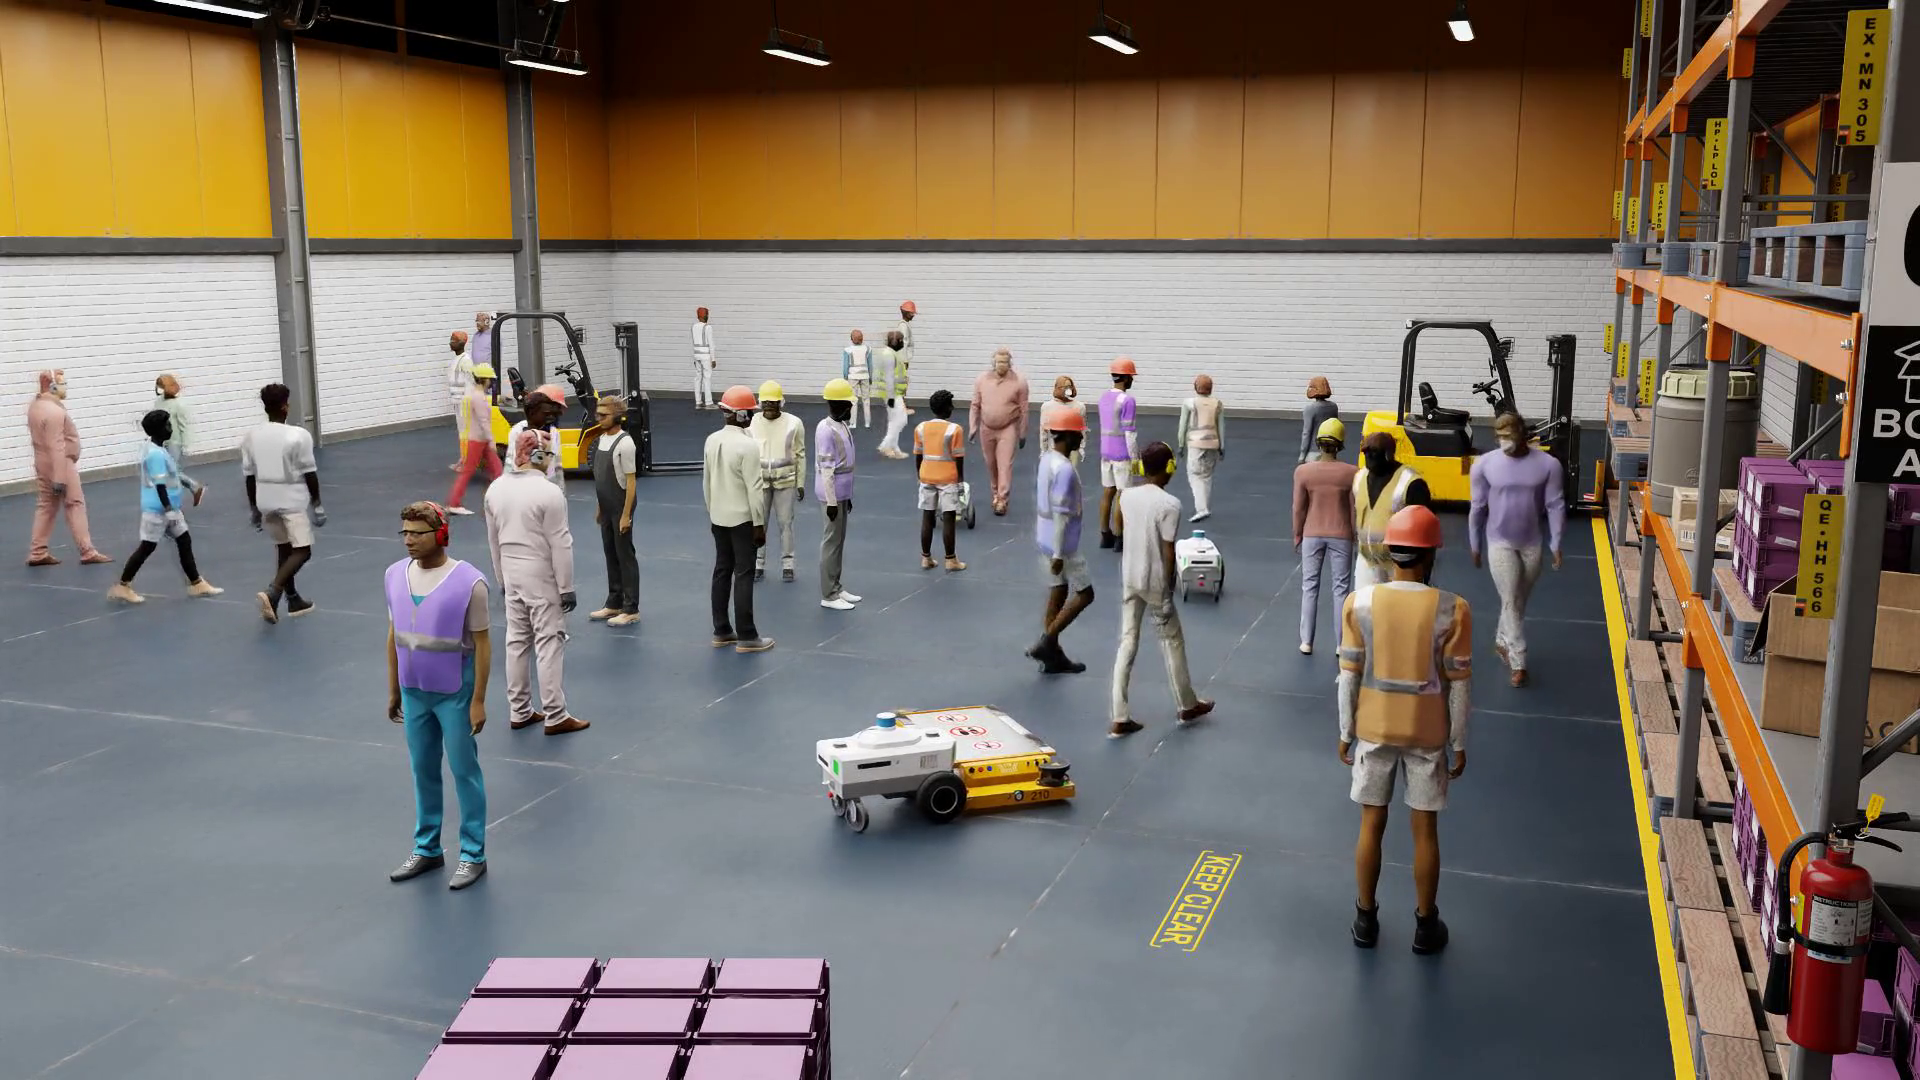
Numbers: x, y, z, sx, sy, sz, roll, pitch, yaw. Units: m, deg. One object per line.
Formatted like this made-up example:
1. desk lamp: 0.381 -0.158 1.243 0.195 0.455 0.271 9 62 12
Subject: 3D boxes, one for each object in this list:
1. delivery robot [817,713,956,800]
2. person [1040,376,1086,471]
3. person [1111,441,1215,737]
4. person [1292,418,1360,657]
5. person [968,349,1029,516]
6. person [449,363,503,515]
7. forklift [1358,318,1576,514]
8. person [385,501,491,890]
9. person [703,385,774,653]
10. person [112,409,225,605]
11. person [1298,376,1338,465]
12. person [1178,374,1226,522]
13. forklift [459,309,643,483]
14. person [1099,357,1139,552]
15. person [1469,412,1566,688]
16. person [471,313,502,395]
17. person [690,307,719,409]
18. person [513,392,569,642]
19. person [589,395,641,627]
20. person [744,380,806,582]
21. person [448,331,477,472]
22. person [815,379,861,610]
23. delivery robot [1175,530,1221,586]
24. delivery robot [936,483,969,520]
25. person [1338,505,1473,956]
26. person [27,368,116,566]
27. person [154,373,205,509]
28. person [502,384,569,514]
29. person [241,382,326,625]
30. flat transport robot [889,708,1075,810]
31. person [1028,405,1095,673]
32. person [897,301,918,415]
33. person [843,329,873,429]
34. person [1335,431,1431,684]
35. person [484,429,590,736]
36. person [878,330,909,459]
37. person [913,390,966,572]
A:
1. delivery robot: -0.391 1.159 8.809 0.707 0.478 0.477 -4 11 -21
2. person: 1.110 -0.954 17.932 0.505 1.636 0.277 -1 10 -7
3. person: 1.239 0.289 10.405 0.500 1.826 0.885 9 13 40
4. person: 2.715 -0.015 12.277 0.524 1.769 0.316 4 11 20
5. person: 0.440 -1.244 18.946 0.647 1.864 0.958 3 11 18
6. person: -5.333 -1.128 18.691 0.948 1.706 0.530 -2 10 -12
7. forklift: 5.787 -1.437 19.079 2.313 2.155 1.214 3 11 19
8. person: -2.468 0.722 7.901 0.565 1.846 0.389 4 11 20
9. person: -1.660 -0.162 12.462 0.397 1.992 0.621 -10 14 -44
10. person: -6.804 -0.283 14.093 0.855 1.658 0.540 -4 11 -20
11. person: 3.837 -0.939 17.854 0.501 1.633 0.279 -7 12 -36
12. person: 2.701 -1.004 18.288 0.530 1.609 0.583 -3 10 -16
13. forklift: -5.354 -1.902 21.697 2.313 2.155 1.214 -2 10 -13
14. person: 1.591 -0.849 16.508 0.380 1.934 0.548 -5 11 -25
15. person: 3.918 0.037 11.726 0.642 1.887 0.978 1 10 4
16. person: -7.924 -2.831 27.741 0.645 1.908 0.408 7 12 33
17. person: -4.729 -3.351 30.739 0.576 1.882 0.355 8 13 37
18. person: -3.263 -0.176 12.766 0.399 1.916 0.590 -4 11 -19
19. person: -2.763 -0.235 13.299 0.345 1.845 0.507 -8 13 -39
20. person: -1.690 -0.525 14.971 0.600 1.827 0.404 0 10 1
21. person: -6.690 -1.859 22.331 0.351 1.884 0.582 -6 12 -29
22. person: -1.021 -0.388 13.927 0.370 1.927 0.588 1 10 7
23. delivery robot: 2.068 0.158 14.451 0.477 0.478 0.707 0 10 2
24. delivery robot: -0.080 -0.475 18.011 0.477 0.478 0.707 0 10 2
25. person: 1.905 0.810 7.152 0.550 1.933 0.373 4 11 21
26. person: -8.522 -0.683 15.737 0.678 1.901 0.597 10 14 43
27. person: -8.761 -1.069 18.614 0.515 1.616 0.565 6 12 32
28. person: -3.509 -0.346 13.833 0.621 1.878 0.630 4 11 20
29. person: -5.448 -0.289 13.313 0.614 1.944 0.810 2 10 13
30. flat transport robot: 0.083 1.213 9.571 0.652 0.197 1.431 -3 11 -19
31. person: 0.737 0.009 11.699 0.400 1.922 0.549 -3 10 -15
32. person: -0.946 -3.250 29.749 0.401 2.029 0.615 0 10 -2
33. person: -1.682 -2.647 27.451 0.512 1.642 0.311 -4 11 -20
34. person: 3.084 0.101 11.632 1.001 1.784 0.647 -8 13 -37
35. person: -2.621 0.261 10.349 0.637 1.902 0.406 6 12 32
36. person: -0.932 -2.045 23.515 0.435 1.831 0.658 0 10 2
37. person: -0.184 -0.550 15.481 0.537 1.696 0.321 6 12 31
